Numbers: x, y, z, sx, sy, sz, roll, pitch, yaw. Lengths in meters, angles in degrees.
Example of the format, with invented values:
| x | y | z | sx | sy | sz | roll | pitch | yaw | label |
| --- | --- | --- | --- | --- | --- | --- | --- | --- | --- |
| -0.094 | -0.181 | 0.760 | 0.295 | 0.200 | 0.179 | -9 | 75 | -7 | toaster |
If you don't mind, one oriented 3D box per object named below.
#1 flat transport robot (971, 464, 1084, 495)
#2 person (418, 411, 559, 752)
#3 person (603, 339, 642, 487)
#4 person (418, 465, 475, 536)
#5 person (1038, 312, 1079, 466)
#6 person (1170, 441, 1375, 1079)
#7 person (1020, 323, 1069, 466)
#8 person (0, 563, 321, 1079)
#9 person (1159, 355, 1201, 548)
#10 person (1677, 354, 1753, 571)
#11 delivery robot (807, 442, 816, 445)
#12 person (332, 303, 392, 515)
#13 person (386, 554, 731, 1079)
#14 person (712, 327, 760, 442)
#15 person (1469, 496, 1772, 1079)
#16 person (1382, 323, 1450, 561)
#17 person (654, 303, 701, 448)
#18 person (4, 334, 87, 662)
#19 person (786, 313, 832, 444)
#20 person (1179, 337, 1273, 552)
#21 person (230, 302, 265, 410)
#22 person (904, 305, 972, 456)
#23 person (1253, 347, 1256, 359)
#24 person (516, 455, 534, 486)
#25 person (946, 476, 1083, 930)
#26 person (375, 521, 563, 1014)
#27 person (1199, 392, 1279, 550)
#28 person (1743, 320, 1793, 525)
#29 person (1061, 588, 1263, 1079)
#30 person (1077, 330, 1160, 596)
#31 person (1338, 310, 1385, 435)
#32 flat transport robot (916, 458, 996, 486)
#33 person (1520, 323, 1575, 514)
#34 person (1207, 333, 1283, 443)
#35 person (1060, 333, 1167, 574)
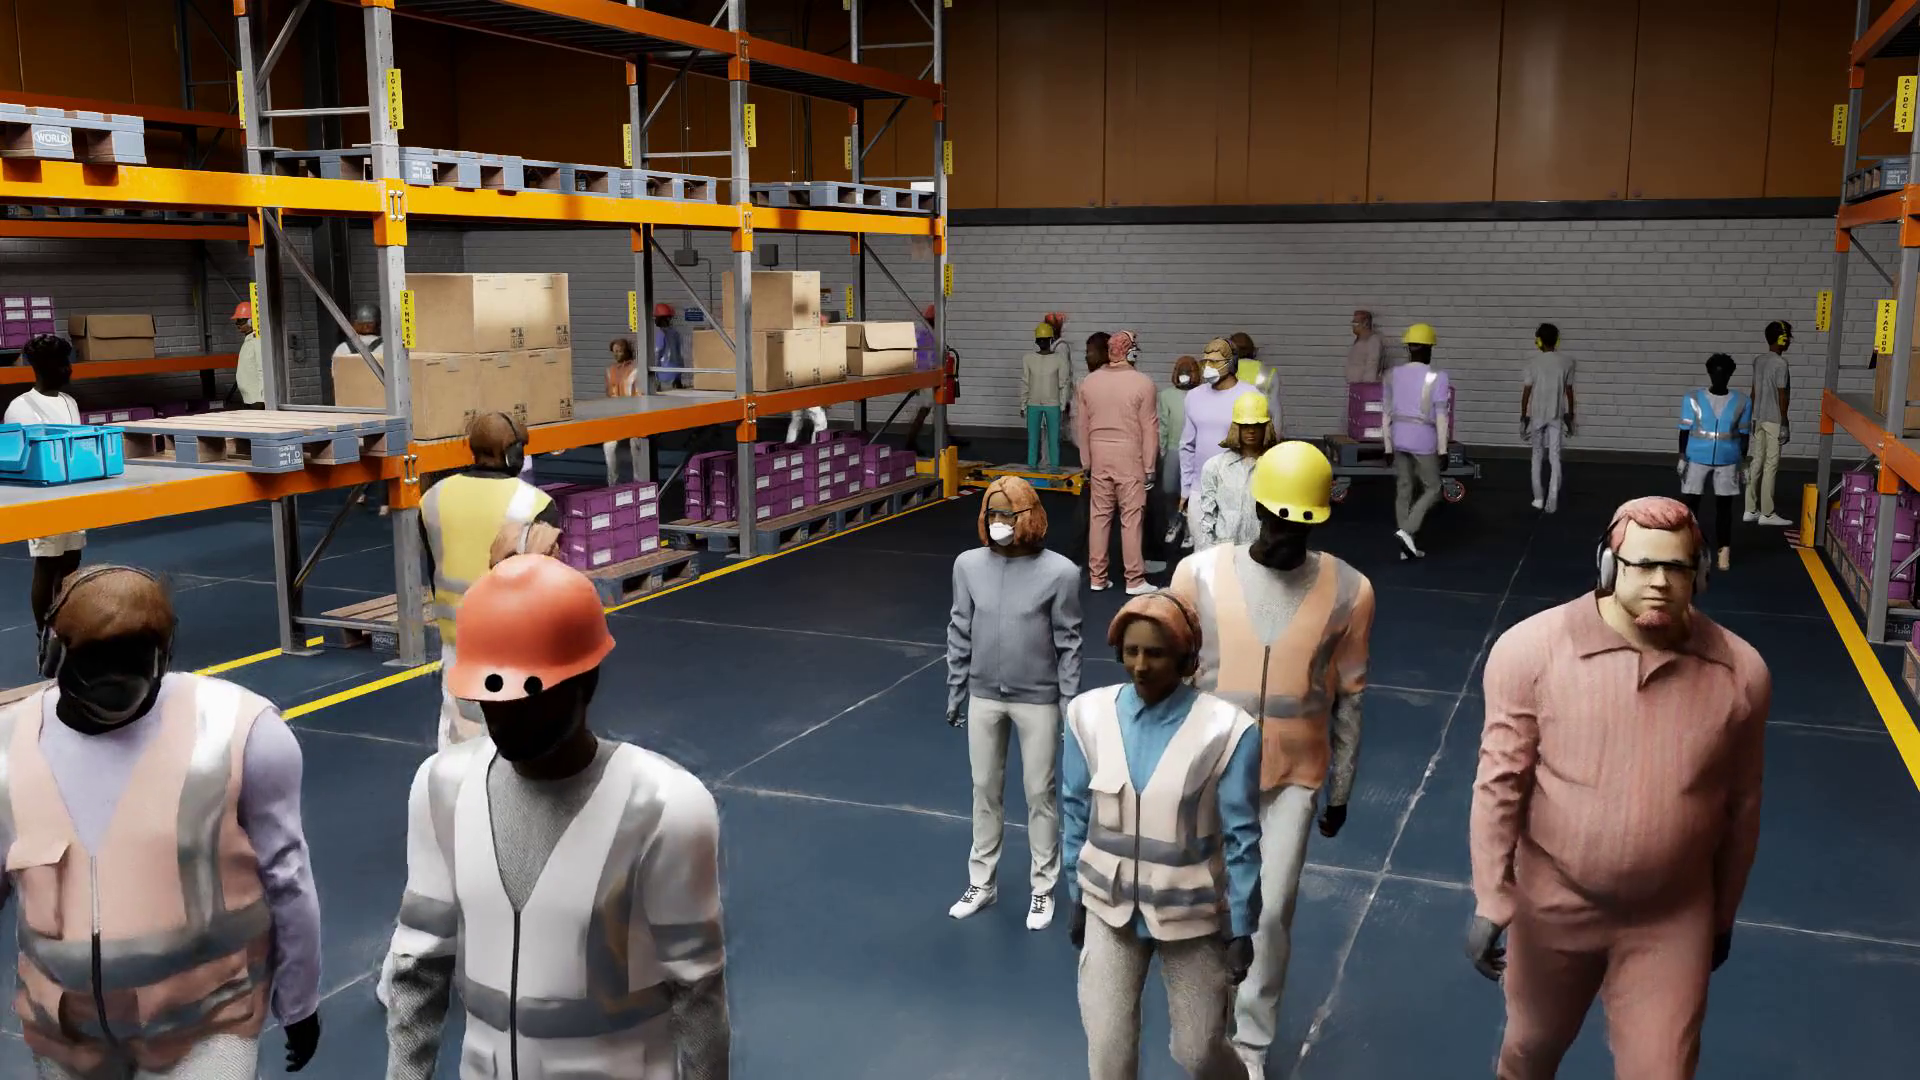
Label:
| x | y | z | sx | sy | sz | roll | pitch | yaw | label |
| --- | --- | --- | --- | --- | --- | --- | --- | --- | --- |
| 0.888 | -0.650 | 17.529 | 1.431 | 0.197 | 0.652 | 6 | 11 | 30 | flat transport robot |
| -1.858 | 0.377 | 6.711 | 0.638 | 1.791 | 0.968 | 2 | 10 | 14 | person |
| -3.453 | -1.242 | 17.045 | 0.518 | 1.619 | 0.581 | 4 | 10 | 21 | person |
| -4.564 | -1.039 | 14.711 | 0.634 | 1.984 | 1.070 | 4 | 10 | 24 | person |
| 1.194 | -1.631 | 18.704 | 0.850 | 1.859 | 0.588 | 0 | 9 | 1 | person |
| 0.877 | 0.632 | 4.848 | 0.611 | 1.894 | 0.688 | 2 | 10 | 11 | person |
| 0.892 | -1.428 | 17.725 | 0.525 | 1.769 | 0.309 | 2 | 10 | 12 | person |
| -1.589 | 0.947 | 3.158 | 0.672 | 1.815 | 0.721 | 0 | 9 | -2 | person |
| 1.891 | -0.731 | 13.936 | 0.499 | 1.622 | 0.356 | 4 | 10 | 21 | person |
| 5.913 | -0.610 | 13.035 | 0.571 | 1.690 | 0.489 | 3 | 10 | 19 | person |
| -1.409 | -0.938 | 18.132 | 0.707 | 0.478 | 0.477 | -2 | 10 | -14 | delivery robot |
| -5.542 | -1.256 | 15.856 | 0.690 | 2.000 | 0.538 | 1 | 9 | 9 | person |
| -0.691 | 0.969 | 2.765 | 0.569 | 1.916 | 0.624 | 4 | 10 | 21 | person |
| -3.066 | -2.261 | 22.394 | 0.740 | 1.905 | 0.561 | 8 | 12 | 41 | person |
| 1.517 | 0.805 | 3.902 | 0.651 | 1.873 | 0.940 | 2 | 10 | 11 | person |
| 3.630 | -0.767 | 13.265 | 0.448 | 1.914 | 0.616 | -9 | 13 | -42 | person |
| -3.789 | -2.142 | 21.683 | 0.958 | 1.898 | 0.545 | 1 | 9 | 9 | person |
| -5.419 | -0.249 | 9.978 | 0.361 | 1.964 | 0.613 | 0 | 9 | -1 | person |
| -1.713 | -1.659 | 18.841 | 0.570 | 1.852 | 0.616 | -6 | 11 | -34 | person |
| 1.614 | -0.280 | 10.250 | 0.635 | 1.937 | 0.353 | 9 | 13 | 44 | person |
| -7.344 | -1.477 | 17.330 | 0.380 | 1.995 | 0.611 | -7 | 12 | -37 | person |
| -0.295 | -1.989 | 20.775 | 1.008 | 1.880 | 0.570 | -5 | 10 | -26 | person |
| 2.618 | -0.945 | 14.982 | 0.778 | 1.701 | 0.568 | -1 | 9 | -4 | person |
| -4.023 | -0.999 | 14.703 | 0.645 | 1.907 | 0.400 | 3 | 10 | 20 | person |
| 0.187 | 0.579 | 5.964 | 0.509 | 1.632 | 0.267 | 4 | 10 | 23 | person |
| -1.520 | 0.727 | 5.215 | 0.724 | 1.593 | 0.531 | 0 | 9 | -3 | person |
| 1.440 | 0.129 | 8.362 | 0.486 | 1.744 | 0.294 | 0 | 9 | 1 | person |
| 7.445 | -1.071 | 15.248 | 0.329 | 1.873 | 0.508 | -1 | 9 | -7 | person |
| 0.518 | 0.898 | 4.100 | 0.519 | 1.620 | 0.615 | 5 | 11 | 28 | person |
| 1.160 | -0.552 | 11.990 | 0.642 | 1.909 | 0.399 | 7 | 12 | 36 | person |
| 4.721 | -1.736 | 19.285 | 0.945 | 1.868 | 0.652 | -2 | 10 | -12 | person |
| -0.353 | -0.762 | 18.207 | 1.431 | 0.197 | 0.652 | 6 | 11 | 31 | flat transport robot |
| 5.653 | -1.167 | 15.977 | 0.522 | 1.827 | 0.872 | 2 | 10 | 13 | person |
| 2.398 | -0.831 | 14.024 | 0.639 | 1.808 | 0.436 | 4 | 10 | 24 | person |
| 1.144 | -0.646 | 12.714 | 0.999 | 1.865 | 0.599 | -2 | 10 | -15 | person |
